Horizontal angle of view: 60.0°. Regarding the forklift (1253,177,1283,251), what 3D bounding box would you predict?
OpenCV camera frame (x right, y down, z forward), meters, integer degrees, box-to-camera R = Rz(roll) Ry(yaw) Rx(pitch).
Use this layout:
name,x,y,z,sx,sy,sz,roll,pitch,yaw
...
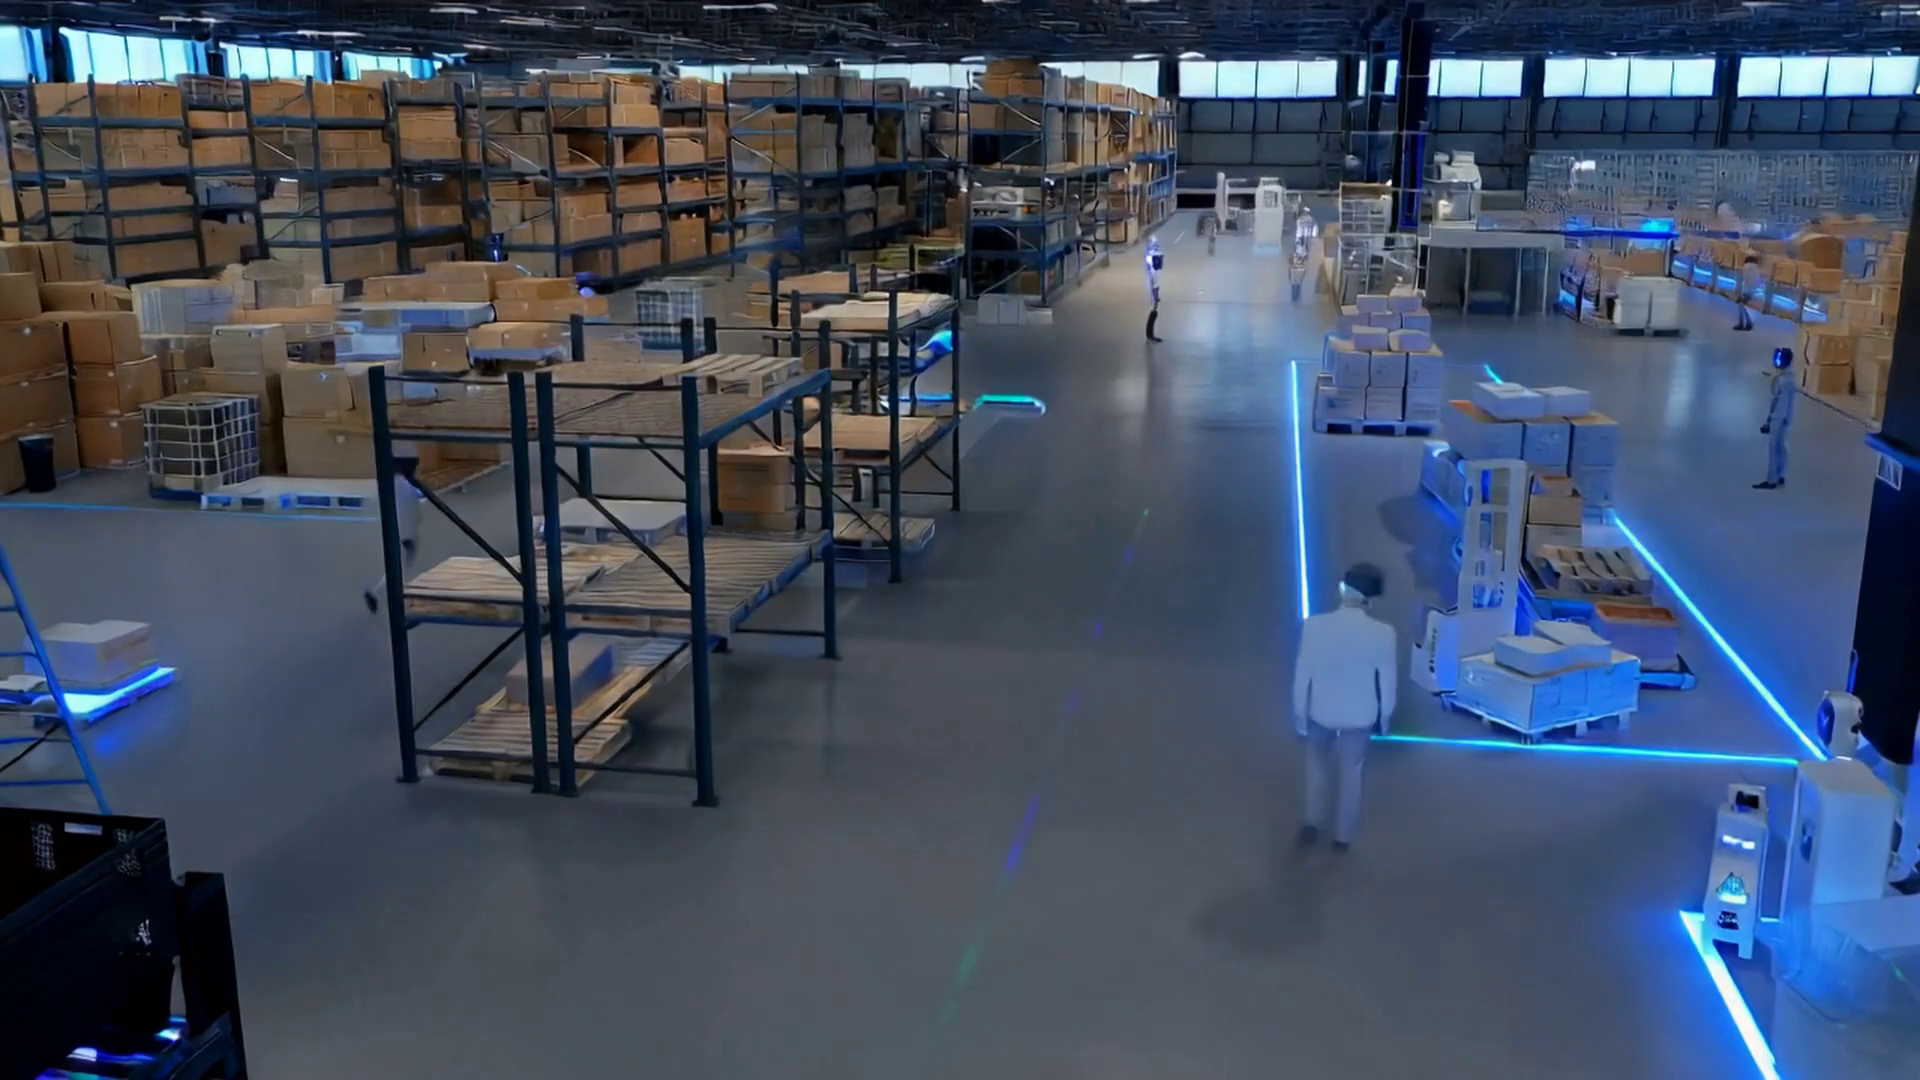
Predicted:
name,x,y,z,sx,sy,sz,roll,pitch,yaw
forklift,12.083,-12.747,64.956,1.129,2.768,1.873,3,14,10

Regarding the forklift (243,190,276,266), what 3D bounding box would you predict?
name,x,y,z,sx,sy,sz,roll,pitch,yaw
forklift,-20.924,-9.306,50.987,1.873,2.768,1.129,3,14,10

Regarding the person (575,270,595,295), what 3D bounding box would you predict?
name,x,y,z,sx,sy,sz,roll,pitch,yaw
person,-7.430,-4.388,32.973,0.387,1.926,0.579,2,14,8

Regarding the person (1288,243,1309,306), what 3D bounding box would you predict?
name,x,y,z,sx,sy,sz,roll,pitch,yaw
person,9.090,-7.154,44.759,0.537,1.664,0.844,1,14,4

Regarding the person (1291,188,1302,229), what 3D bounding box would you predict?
name,x,y,z,sx,sy,sz,roll,pitch,yaw
person,16.086,-15.856,79.533,0.601,1.940,0.413,-8,16,-31

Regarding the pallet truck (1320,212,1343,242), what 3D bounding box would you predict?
name,x,y,z,sx,sy,sz,roll,pitch,yaw
pallet truck,15.874,-13.227,70.310,0.680,1.201,1.601,10,17,35

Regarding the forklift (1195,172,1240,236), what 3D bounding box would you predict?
name,x,y,z,sx,sy,sz,roll,pitch,yaw
forklift,11.432,-14.887,73.645,1.873,2.768,1.129,1,14,3

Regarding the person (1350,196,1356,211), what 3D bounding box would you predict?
name,x,y,z,sx,sy,sz,roll,pitch,yaw
person,20.652,-17.751,87.650,0.498,1.731,0.378,-6,15,-24

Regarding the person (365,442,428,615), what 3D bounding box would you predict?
name,x,y,z,sx,sy,sz,roll,pitch,yaw
person,-5.357,-0.083,15.912,0.626,1.721,0.487,-1,14,-6

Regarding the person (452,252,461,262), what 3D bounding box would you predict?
name,x,y,z,sx,sy,sz,roll,pitch,yaw
person,-12.591,-6.363,41.562,0.884,1.658,0.531,2,14,8

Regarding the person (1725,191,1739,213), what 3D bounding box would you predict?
name,x,y,z,sx,sy,sz,roll,pitch,yaw
person,34.320,-14.527,74.077,0.643,1.964,0.609,2,14,10

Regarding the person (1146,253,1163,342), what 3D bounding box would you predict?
name,x,y,z,sx,sy,sz,roll,pitch,yaw
person,4.320,-5.378,36.919,0.362,1.963,0.613,0,14,-1

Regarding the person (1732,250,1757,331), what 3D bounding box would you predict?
name,x,y,z,sx,sy,sz,roll,pitch,yaw
person,18.405,-5.834,38.891,0.628,1.901,0.442,-11,17,-37

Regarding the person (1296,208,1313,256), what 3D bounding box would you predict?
name,x,y,z,sx,sy,sz,roll,pitch,yaw
person,12.710,-11.307,61.302,0.615,1.814,0.434,3,14,10

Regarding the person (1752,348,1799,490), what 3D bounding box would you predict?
name,x,y,z,sx,sy,sz,roll,pitch,yaw
person,10.671,-1.580,21.715,0.508,1.865,0.329,-9,16,-31

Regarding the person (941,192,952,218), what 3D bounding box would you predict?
name,x,y,z,sx,sy,sz,roll,pitch,yaw
person,-0.722,-18.334,89.821,0.620,1.815,0.610,2,14,7

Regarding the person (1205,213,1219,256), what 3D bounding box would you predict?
name,x,y,z,sx,sy,sz,roll,pitch,yaw
person,9.419,-11.452,62.319,0.488,1.605,0.752,6,15,24

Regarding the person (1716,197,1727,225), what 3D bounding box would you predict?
name,x,y,z,sx,sy,sz,roll,pitch,yaw
person,32.332,-13.664,70.765,0.973,1.862,0.648,8,16,30

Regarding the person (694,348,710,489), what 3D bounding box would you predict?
name,x,y,z,sx,sy,sz,roll,pitch,yaw
person,-3.469,-1.605,21.850,0.328,1.843,0.514,-1,14,-2

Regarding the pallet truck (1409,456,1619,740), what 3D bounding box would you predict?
name,x,y,z,sx,sy,sz,roll,pitch,yaw
pallet truck,4.504,0.400,13.395,0.823,1.965,1.885,-6,15,-23

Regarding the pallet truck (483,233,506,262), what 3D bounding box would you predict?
name,x,y,z,sx,sy,sz,roll,pitch,yaw
pallet truck,-11.832,-7.026,43.548,1.885,1.965,0.823,8,16,28

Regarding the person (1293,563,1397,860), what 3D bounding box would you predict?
name,x,y,z,sx,sy,sz,roll,pitch,yaw
person,2.474,1.068,10.751,0.643,1.955,0.631,3,14,10

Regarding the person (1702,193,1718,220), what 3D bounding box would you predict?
name,x,y,z,sx,sy,sz,roll,pitch,yaw
person,35.270,-15.453,78.190,0.572,1.795,0.988,1,14,4

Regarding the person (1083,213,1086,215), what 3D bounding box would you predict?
name,x,y,z,sx,sy,sz,roll,pitch,yaw
person,6.830,-18.906,91.925,0.496,1.924,0.569,-1,14,-3

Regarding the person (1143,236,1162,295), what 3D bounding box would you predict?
name,x,y,z,sx,sy,sz,roll,pitch,yaw
person,5.473,-7.791,47.279,0.530,1.693,0.321,10,17,35
